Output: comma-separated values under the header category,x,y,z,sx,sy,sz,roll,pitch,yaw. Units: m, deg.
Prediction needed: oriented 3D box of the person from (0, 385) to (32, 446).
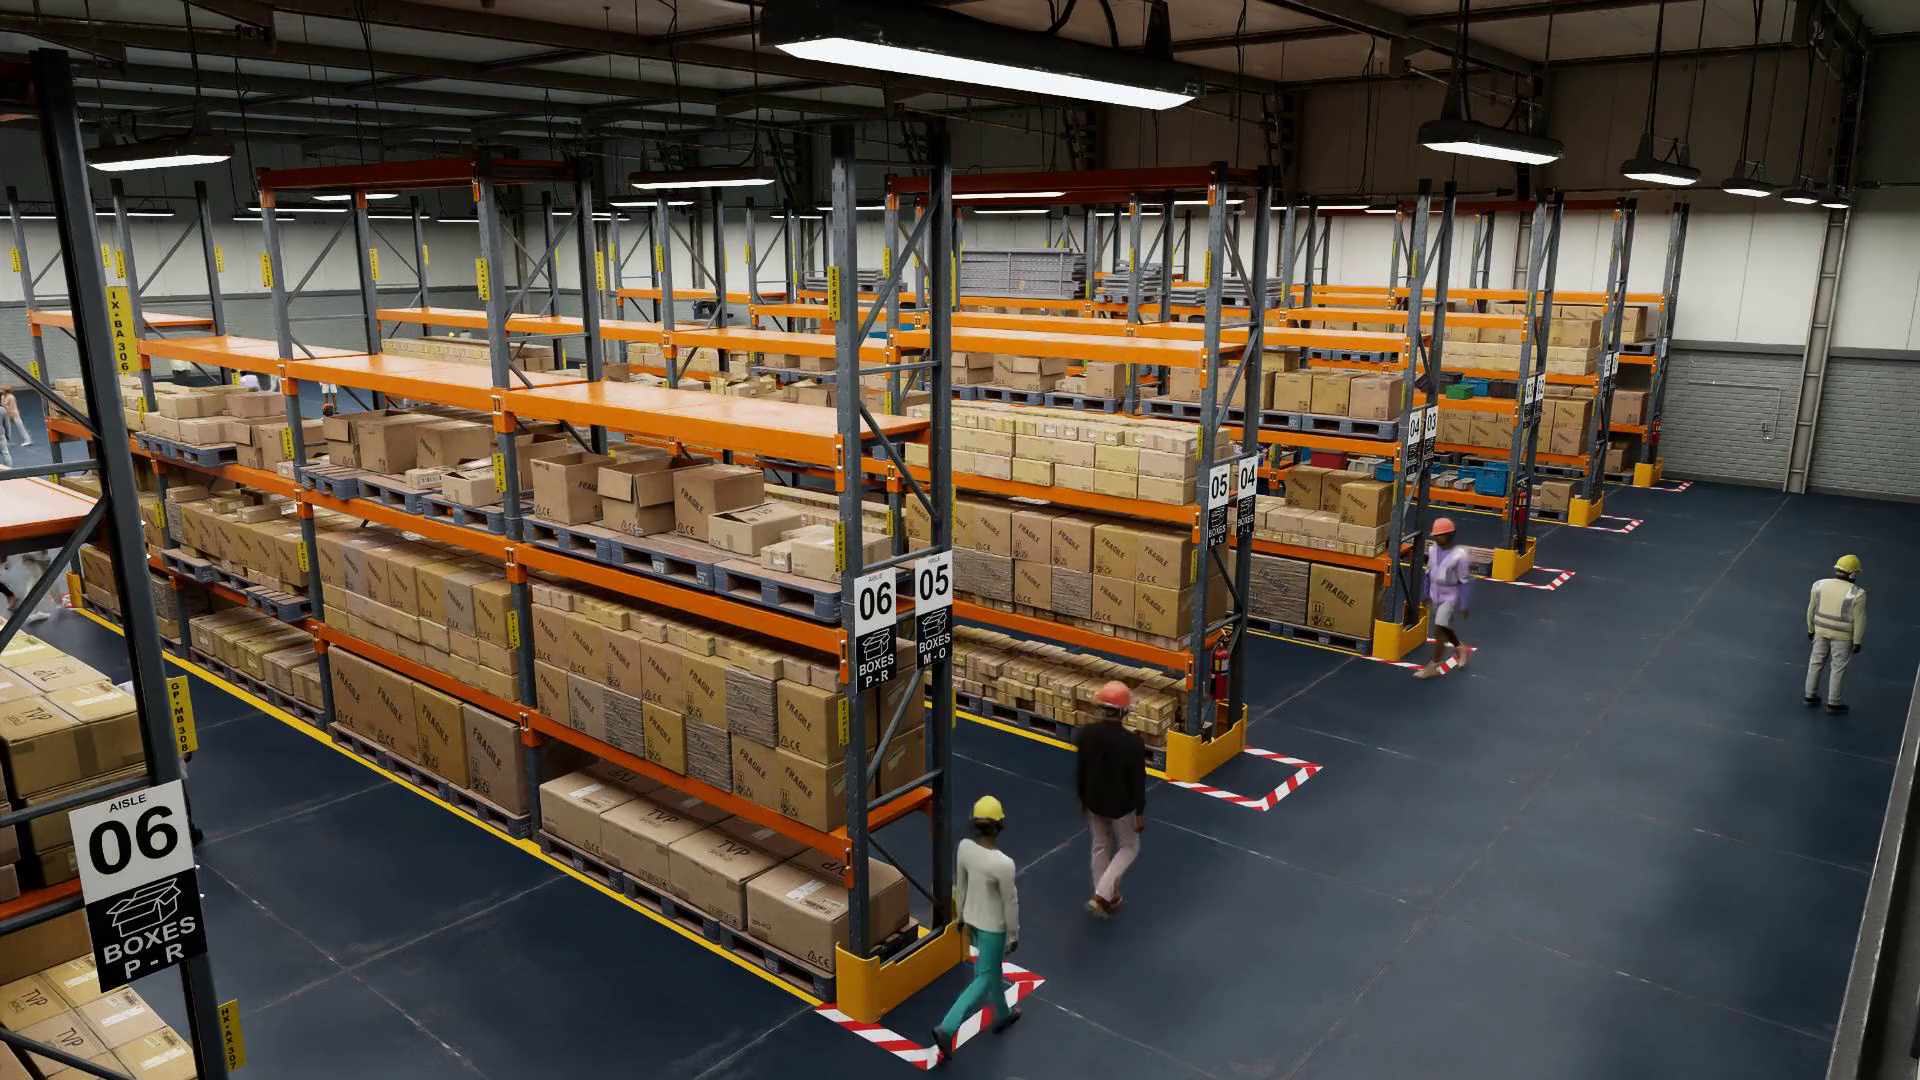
category,x,y,z,sx,sy,sz,roll,pitch,yaw
person,-24.425,-3.174,32.351,0.538,1.585,0.851,6,15,25

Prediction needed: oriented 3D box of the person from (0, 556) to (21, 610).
category,x,y,z,sx,sy,sz,roll,pitch,yaw
person,-13.900,0.274,18.033,0.528,1.661,0.809,3,14,11

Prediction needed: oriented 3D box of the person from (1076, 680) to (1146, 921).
category,x,y,z,sx,sy,sz,roll,pitch,yaw
person,1.173,2.078,9.944,0.636,1.982,0.517,11,17,37

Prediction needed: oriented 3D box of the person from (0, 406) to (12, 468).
category,x,y,z,sx,sy,sz,roll,pitch,yaw
person,-21.525,-2.303,28.064,0.372,1.940,0.631,7,15,27

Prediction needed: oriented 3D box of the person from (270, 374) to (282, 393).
category,x,y,z,sx,sy,sz,roll,pitch,yaw
person,-22.434,-5.350,41.274,0.702,1.612,0.521,7,15,25

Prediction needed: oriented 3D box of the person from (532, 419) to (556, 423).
category,x,y,z,sx,sy,sz,roll,pitch,yaw
person,-9.982,-2.813,30.363,0.627,1.844,0.429,-7,15,-26

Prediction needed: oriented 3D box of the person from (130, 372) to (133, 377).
category,x,y,z,sx,sy,sz,roll,pitch,yaw
person,-27.909,-5.638,41.897,0.998,1.889,0.581,5,15,21

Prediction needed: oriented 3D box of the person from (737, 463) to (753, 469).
category,x,y,z,sx,sy,sz,roll,pitch,yaw
person,-5.031,-2.543,29.243,0.506,1.846,0.350,10,17,36

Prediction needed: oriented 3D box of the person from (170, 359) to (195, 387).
category,x,y,z,sx,sy,sz,roll,pitch,yaw
person,-26.101,-5.760,42.212,0.620,1.975,0.693,1,14,4

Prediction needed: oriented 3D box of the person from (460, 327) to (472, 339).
category,x,y,z,sx,sy,sz,roll,pitch,yaw
person,-20.645,-8.124,52.650,0.512,1.632,0.293,-13,19,-42

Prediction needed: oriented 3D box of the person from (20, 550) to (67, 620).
category,x,y,z,sx,sy,sz,roll,pitch,yaw
person,-13.237,0.193,18.060,0.601,1.810,0.875,-1,14,-4

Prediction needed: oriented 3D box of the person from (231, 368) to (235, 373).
category,x,y,z,sx,sy,sz,roll,pitch,yaw
person,-26.548,-6.516,45.964,0.846,1.652,0.556,-4,14,-15

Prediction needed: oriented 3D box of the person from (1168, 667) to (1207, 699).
category,x,y,z,sx,sy,sz,roll,pitch,yaw
person,2.752,0.919,15.112,0.626,1.809,0.870,-6,15,-23

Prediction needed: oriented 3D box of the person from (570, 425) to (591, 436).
category,x,y,z,sx,sy,sz,roll,pitch,yaw
person,-8.486,-2.373,28.408,0.606,1.916,0.822,-4,14,-17

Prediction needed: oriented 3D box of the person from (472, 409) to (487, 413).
category,x,y,z,sx,sy,sz,roll,pitch,yaw
person,-11.073,-2.588,29.344,0.653,1.883,0.657,-1,14,-2

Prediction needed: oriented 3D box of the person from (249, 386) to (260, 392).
category,x,y,z,sx,sy,sz,roll,pitch,yaw
person,-17.051,-2.800,30.393,0.621,1.819,0.803,7,15,28

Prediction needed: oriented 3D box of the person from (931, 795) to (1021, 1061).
category,x,y,z,sx,sy,sz,roll,pitch,yaw
person,0.110,2.579,8.428,0.802,1.725,0.525,-11,18,-39

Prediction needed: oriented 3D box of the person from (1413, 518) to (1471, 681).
category,x,y,z,sx,sy,sz,roll,pitch,yaw
person,6.067,0.702,15.597,0.947,2.006,0.634,-6,15,-23

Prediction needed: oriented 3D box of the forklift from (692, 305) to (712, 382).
category,x,y,z,sx,sy,sz,roll,pitch,yaw
forklift,-9.511,-7.392,47.124,1.873,2.768,1.129,11,17,38

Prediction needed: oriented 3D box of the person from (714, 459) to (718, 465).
category,x,y,z,sx,sy,sz,roll,pitch,yaw
person,-5.719,-2.481,28.835,0.592,1.922,0.396,-6,15,-24

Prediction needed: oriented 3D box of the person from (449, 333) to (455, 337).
category,x,y,z,sx,sy,sz,roll,pitch,yaw
person,-19.051,-6.918,47.410,0.329,1.765,0.533,6,15,23

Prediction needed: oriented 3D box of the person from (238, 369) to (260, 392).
category,x,y,z,sx,sy,sz,roll,pitch,yaw
person,-19.528,-3.902,34.736,0.638,1.896,0.619,5,15,20

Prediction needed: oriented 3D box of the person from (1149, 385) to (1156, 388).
category,x,y,z,sx,sy,sz,roll,pitch,yaw
person,4.791,-3.153,31.561,0.552,1.936,0.358,-7,15,-27

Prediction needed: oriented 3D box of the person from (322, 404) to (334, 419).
category,x,y,z,sx,sy,sz,roll,pitch,yaw
person,-13.330,-1.952,26.735,0.355,1.883,0.575,5,15,21

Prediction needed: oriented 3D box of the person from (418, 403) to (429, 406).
category,x,y,z,sx,sy,sz,roll,pitch,yaw
person,-15.461,-4.249,36.049,0.615,1.945,0.406,-4,14,-15

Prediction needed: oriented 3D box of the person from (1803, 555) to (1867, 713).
category,x,y,z,sx,sy,sz,roll,pitch,yaw
person,10.053,1.060,14.451,0.404,1.829,0.600,-6,15,-25

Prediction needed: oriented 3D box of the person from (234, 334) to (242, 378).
category,x,y,z,sx,sy,sz,roll,pitch,yaw
person,-25.444,-6.315,44.600,0.748,1.912,0.653,4,14,15

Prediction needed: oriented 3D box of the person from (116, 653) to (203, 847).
category,x,y,z,sx,sy,sz,roll,pitch,yaw
person,-7.102,1.816,11.120,0.547,1.938,0.379,-6,15,-24

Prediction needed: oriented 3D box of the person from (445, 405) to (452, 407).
category,x,y,z,sx,sy,sz,roll,pitch,yaw
person,-13.656,-3.833,34.140,0.612,2.045,0.379,-6,15,-23

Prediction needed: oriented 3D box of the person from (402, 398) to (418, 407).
category,x,y,z,sx,sy,sz,roll,pitch,yaw
person,-15.654,-4.208,35.893,0.545,1.942,0.354,-5,14,-18

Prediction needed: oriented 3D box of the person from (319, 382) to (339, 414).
category,x,y,z,sx,sy,sz,roll,pitch,yaw
person,-19.222,-4.797,38.345,0.546,1.928,0.385,-7,15,-26
